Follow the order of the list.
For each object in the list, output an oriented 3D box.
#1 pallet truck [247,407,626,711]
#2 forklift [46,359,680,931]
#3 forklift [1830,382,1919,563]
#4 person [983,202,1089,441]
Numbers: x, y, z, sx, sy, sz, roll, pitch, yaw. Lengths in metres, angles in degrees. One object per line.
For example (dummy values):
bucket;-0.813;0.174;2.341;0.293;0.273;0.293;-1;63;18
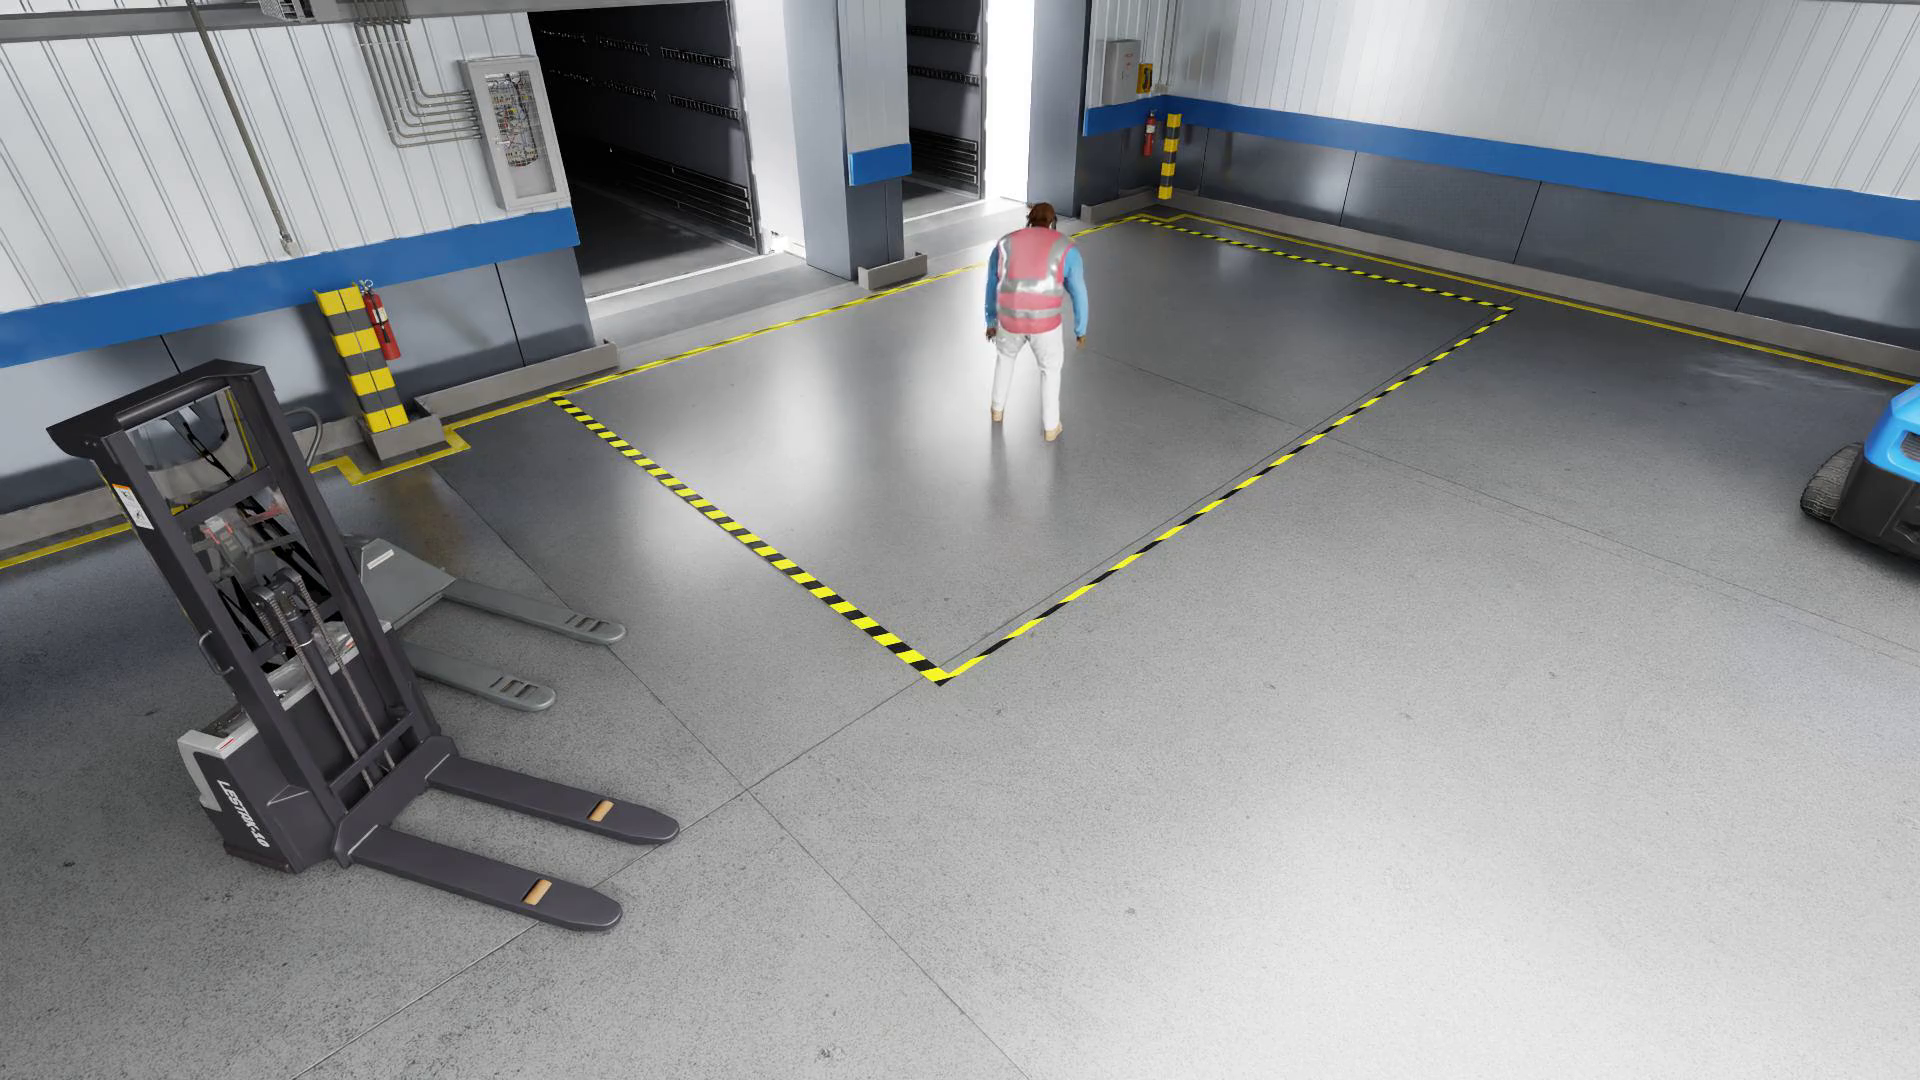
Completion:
pallet truck;-2.628;0.038;4.590;1.601;1.201;0.680;12;36;18
forklift;-2.135;0.422;3.354;1.885;1.965;0.823;10;35;14
forklift;6.611;-0.966;5.078;2.680;2.036;1.157;-12;36;-18
person;0.549;-1.587;6.693;0.780;1.575;0.777;8;35;12
